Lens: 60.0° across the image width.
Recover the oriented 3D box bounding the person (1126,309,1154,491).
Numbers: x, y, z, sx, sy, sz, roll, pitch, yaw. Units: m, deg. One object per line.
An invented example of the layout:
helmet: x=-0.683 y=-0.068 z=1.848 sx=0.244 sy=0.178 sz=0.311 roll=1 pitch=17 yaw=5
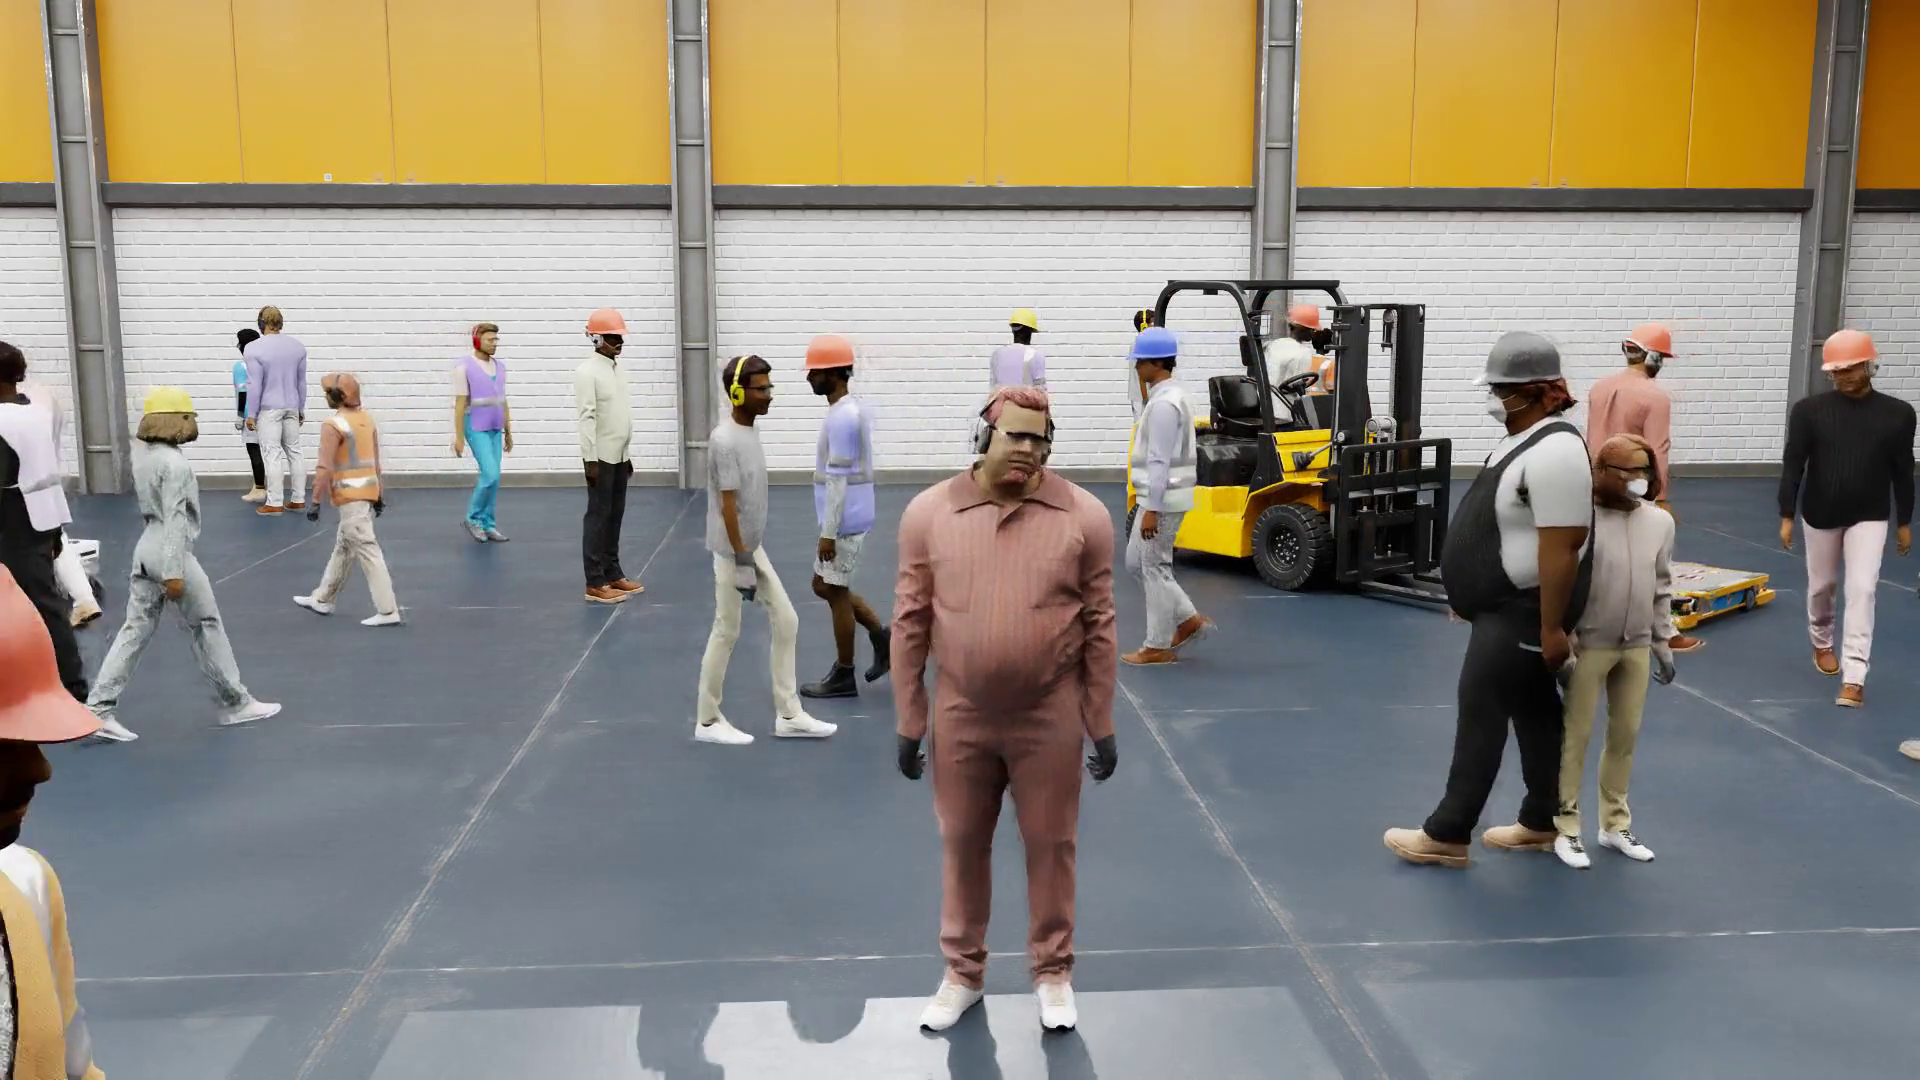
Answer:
person: x=1.862 y=-1.395 z=16.854 sx=0.329 sy=1.872 sz=0.509 roll=-1 pitch=9 yaw=-3

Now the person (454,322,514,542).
person: x=-3.916 y=-0.872 z=13.702 sx=0.453 sy=1.825 sz=0.605 roll=4 pitch=10 yaw=22

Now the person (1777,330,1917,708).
person: x=4.715 y=-0.155 z=8.868 sx=0.653 sy=1.944 sz=1.008 roll=4 pitch=10 yaw=26

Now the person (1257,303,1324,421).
person: x=2.858 y=-1.104 z=14.750 sx=0.886 sy=1.974 sz=0.641 roll=-2 pitch=9 yaw=-10

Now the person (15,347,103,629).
person: x=-5.802 y=-0.317 z=10.338 sx=0.956 sy=1.808 sz=0.628 roll=3 pitch=10 yaw=21

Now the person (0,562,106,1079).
person: x=-1.099 y=0.966 z=1.841 sx=0.391 sy=1.926 sz=0.581 roll=0 pitch=9 yaw=1

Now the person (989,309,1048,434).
person: x=0.537 y=-1.073 z=14.684 sx=0.584 sy=1.917 sz=0.384 roll=7 pitch=11 yaw=36

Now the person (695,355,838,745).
person: x=-0.913 y=0.067 z=7.768 sx=0.797 sy=1.839 sz=0.561 roll=2 pitch=9 yaw=12

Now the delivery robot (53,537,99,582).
delivery robot: x=-6.197 y=0.112 z=11.213 sx=0.707 sy=0.478 sz=0.477 roll=1 pitch=9 yaw=9

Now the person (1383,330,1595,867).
person: x=1.987 y=0.205 z=6.269 sx=0.770 sy=2.000 sz=0.701 roll=2 pitch=9 yaw=15

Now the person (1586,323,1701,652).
person: x=3.997 y=-0.315 z=9.913 sx=0.575 sy=1.939 sz=0.810 roll=-4 pitch=10 yaw=-23

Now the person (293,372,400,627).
person: x=-3.931 y=-0.249 z=10.486 sx=0.858 sy=1.597 sz=0.531 roll=1 pitch=9 yaw=8

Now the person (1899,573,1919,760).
person: x=4.631 y=0.120 z=7.431 sx=0.674 sy=1.853 sz=0.377 roll=2 pitch=9 yaw=13

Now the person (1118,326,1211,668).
person: x=1.121 y=-0.226 z=9.335 sx=0.430 sy=1.933 sz=0.608 roll=1 pitch=9 yaw=6

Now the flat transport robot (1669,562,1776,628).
flat transport robot: x=4.743 y=0.345 z=10.930 sx=1.431 sy=0.197 sz=0.652 roll=-8 pitch=12 yaw=-42

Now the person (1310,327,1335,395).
person: x=3.615 y=-1.299 z=16.830 sx=0.319 sy=1.690 sz=0.539 roll=-6 pitch=11 yaw=-32

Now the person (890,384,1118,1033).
person: x=0.125 y=0.504 z=4.866 sx=0.675 sy=1.900 sz=0.405 roll=1 pitch=9 yaw=7

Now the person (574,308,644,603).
person: x=-2.396 y=-0.581 z=11.350 sx=0.387 sy=1.992 sz=0.626 roll=2 pitch=9 yaw=12

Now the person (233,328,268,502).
person: x=-6.910 y=-1.221 z=16.303 sx=0.317 sy=1.695 sz=0.540 roll=2 pitch=9 yaw=13

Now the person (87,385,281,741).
person: x=-3.839 y=0.106 z=7.994 sx=0.495 sy=1.690 sz=0.917 roll=8 pitch=12 yaw=41

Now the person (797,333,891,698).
person: x=-0.594 y=-0.112 z=8.641 sx=0.511 sy=1.919 sz=0.540 roll=-1 pitch=9 yaw=-3

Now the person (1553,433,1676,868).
person: x=2.450 y=0.411 z=6.258 sx=0.500 sy=1.632 sz=0.289 roll=-2 pitch=9 yaw=-14

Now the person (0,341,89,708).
person: x=-4.809 y=-0.035 z=8.245 sx=0.883 sy=1.885 sz=0.620 roll=-2 pitch=9 yaw=-12

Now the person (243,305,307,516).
person: x=-6.311 y=-1.191 z=15.355 sx=0.368 sy=1.939 sz=0.632 roll=5 pitch=10 yaw=29

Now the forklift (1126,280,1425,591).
forklift: x=2.301 y=-0.860 z=12.475 sx=1.214 sy=2.155 sz=2.313 roll=-6 pitch=11 yaw=-35
